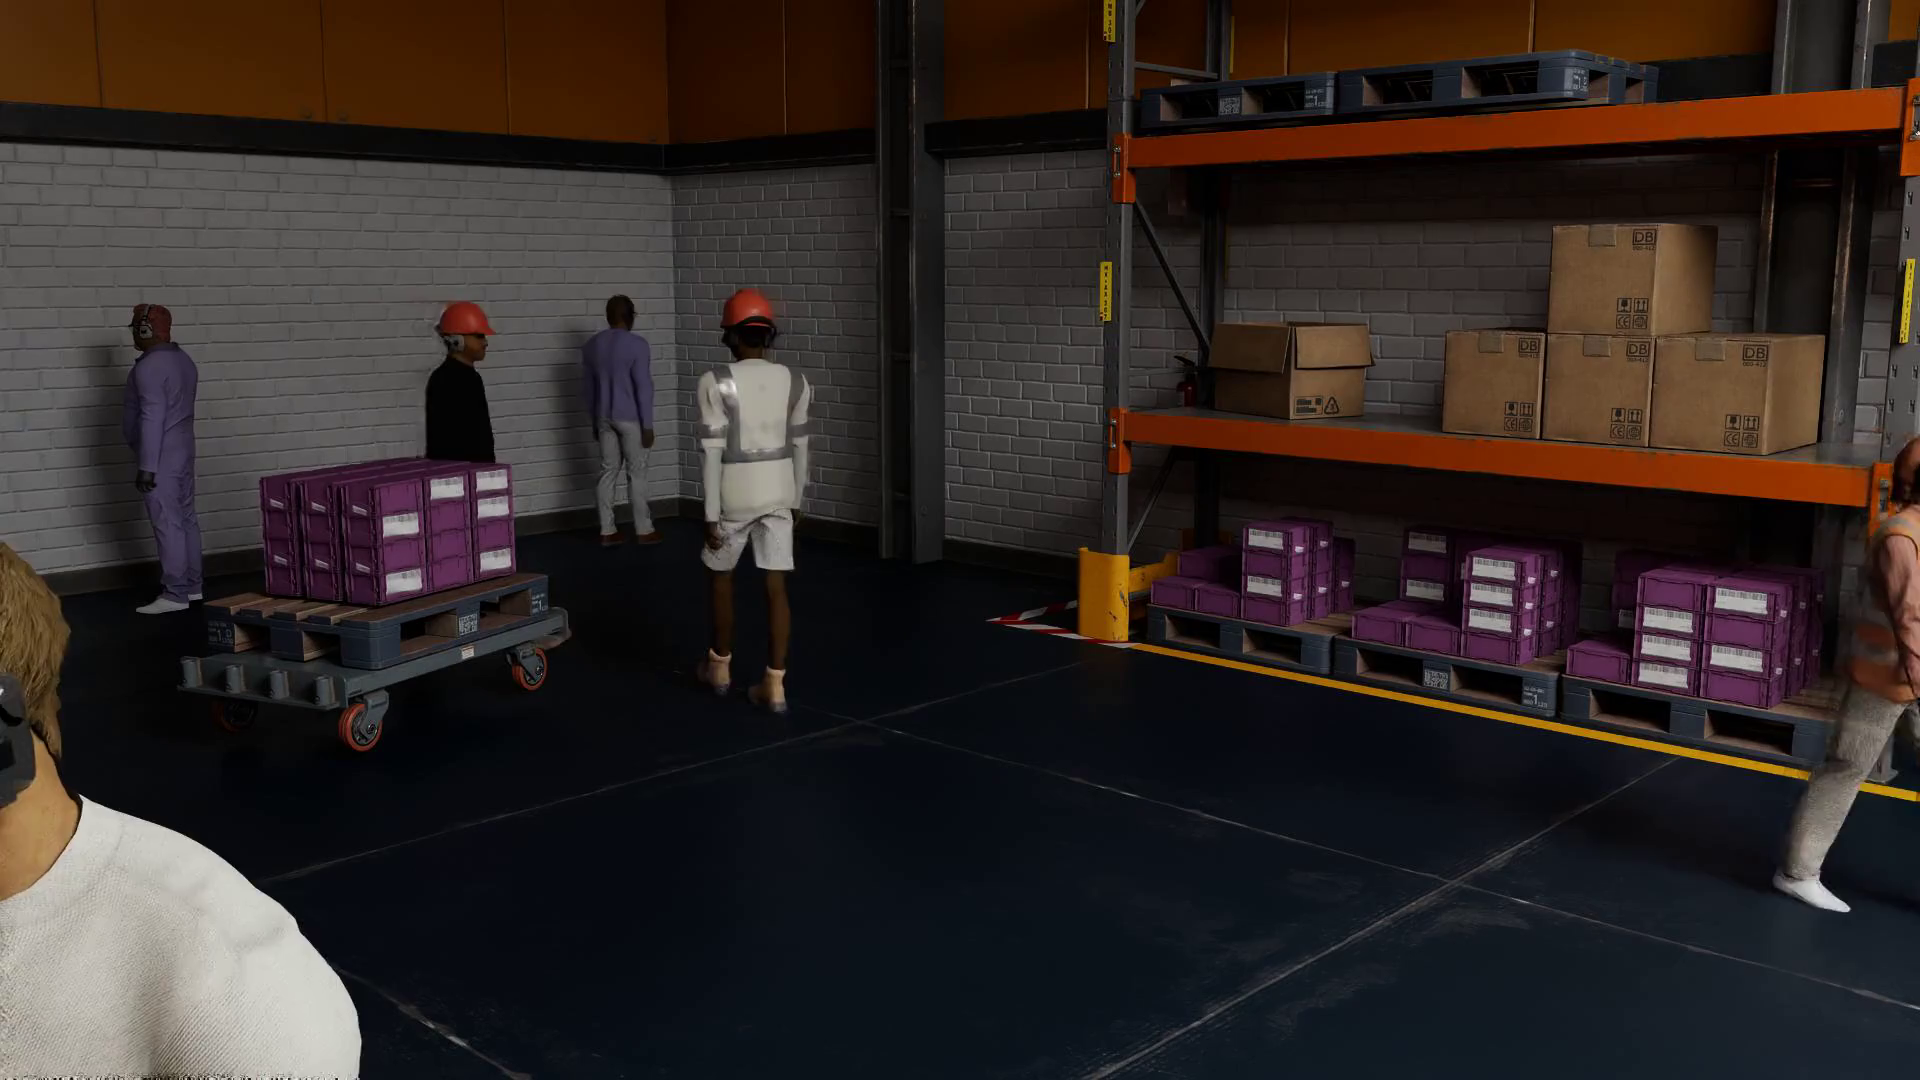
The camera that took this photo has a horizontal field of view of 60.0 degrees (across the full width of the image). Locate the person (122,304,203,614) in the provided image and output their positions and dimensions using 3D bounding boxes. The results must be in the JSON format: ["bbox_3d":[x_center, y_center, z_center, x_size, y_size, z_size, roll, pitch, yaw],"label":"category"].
[{"bbox_3d":[-4.946,-0.501,10.298,0.409,1.907,0.649,-1,9,-5],"label":"person"}]

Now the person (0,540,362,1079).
[{"bbox_3d":[-0.807,0.923,1.483,0.629,1.935,0.372,3,10,16],"label":"person"}]

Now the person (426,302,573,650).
[{"bbox_3d":[-2.704,-0.327,9.151,0.985,1.947,0.634,0,9,-2],"label":"person"}]

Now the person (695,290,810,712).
[{"bbox_3d":[-1.061,-0.207,8.172,0.628,2.005,0.907,-6,11,-31],"label":"person"}]

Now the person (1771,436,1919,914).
[{"bbox_3d":[3.065,0.473,5.286,0.519,1.594,0.862,-8,12,-41],"label":"person"}]

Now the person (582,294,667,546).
[{"bbox_3d":[-2.575,-0.912,12.748,0.628,1.939,0.419,5,10,27],"label":"person"}]
